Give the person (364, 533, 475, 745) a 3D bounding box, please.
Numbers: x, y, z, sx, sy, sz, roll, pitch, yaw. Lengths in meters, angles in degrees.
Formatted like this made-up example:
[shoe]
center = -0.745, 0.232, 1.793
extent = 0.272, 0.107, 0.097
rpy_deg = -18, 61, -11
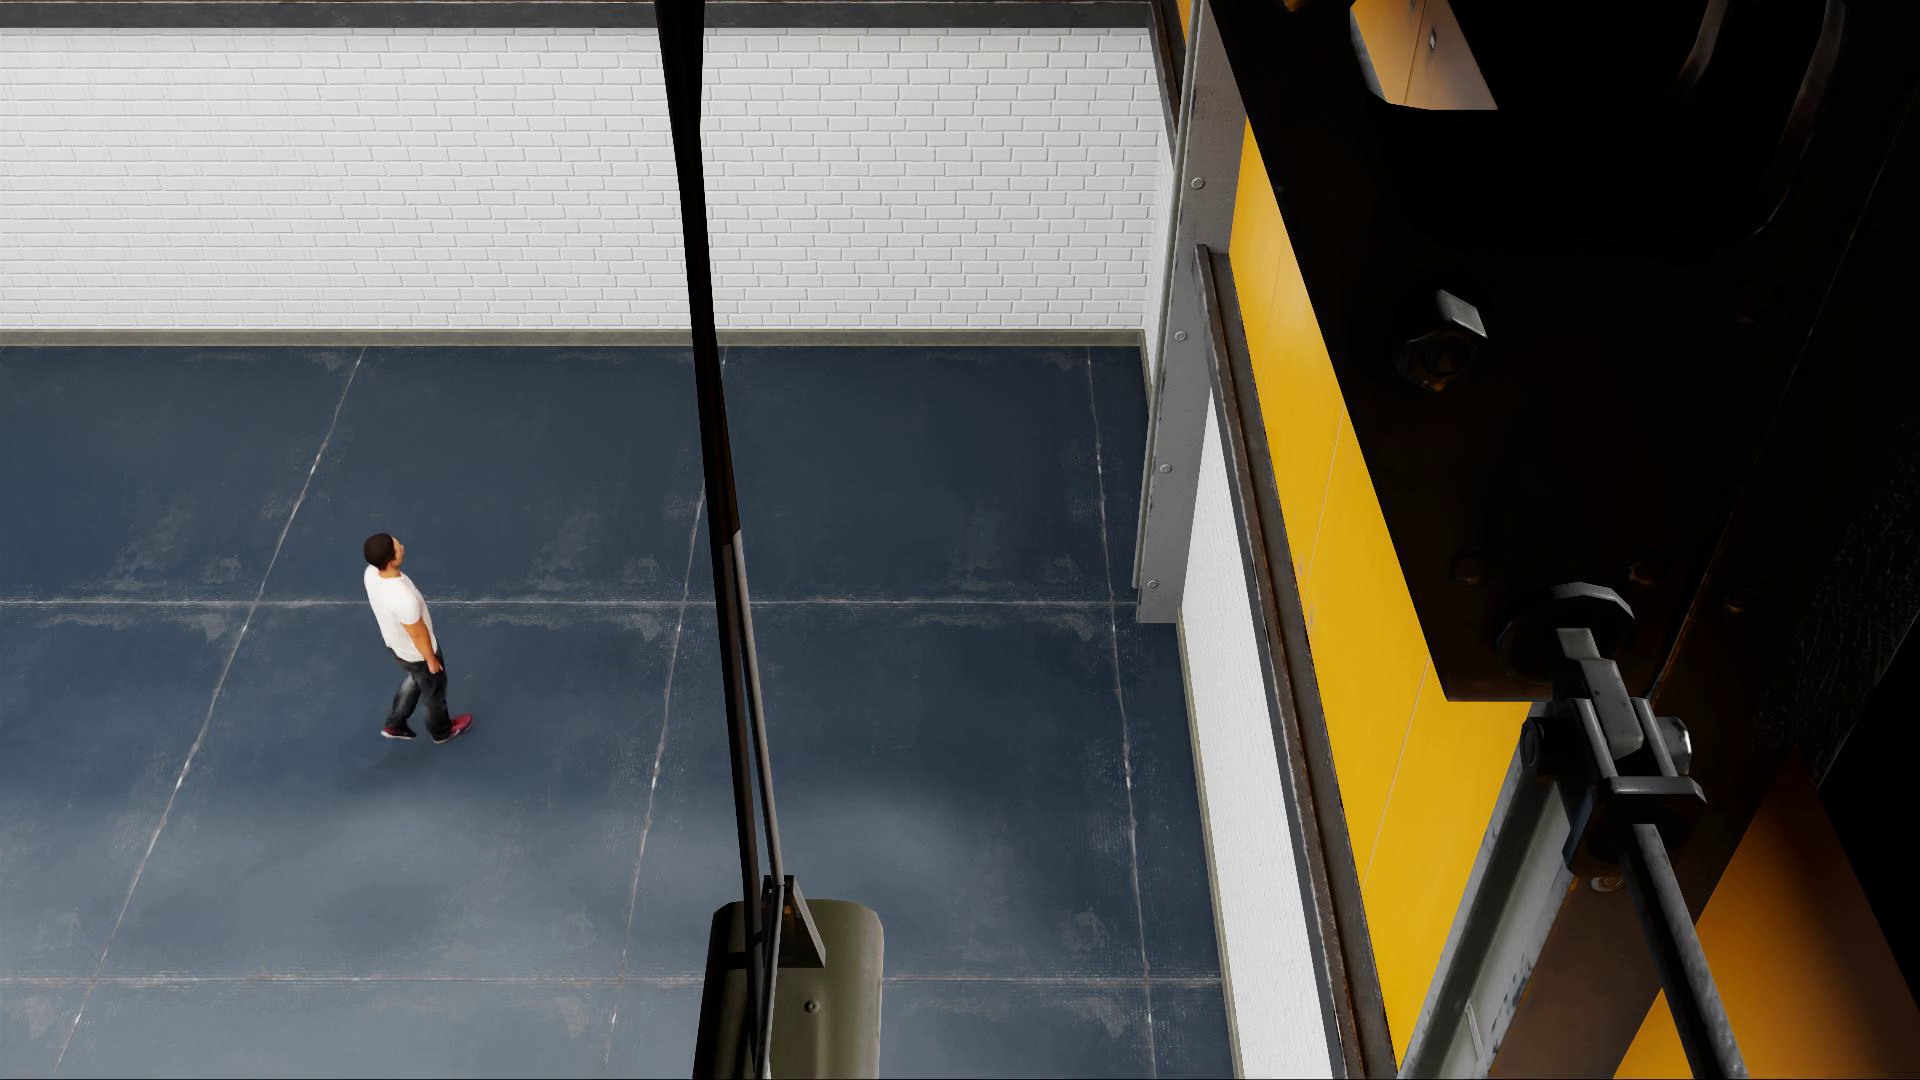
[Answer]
[person]
center = -3.411, 0.663, 10.114
extent = 0.952, 1.798, 0.895
rpy_deg = -33, 53, -30
